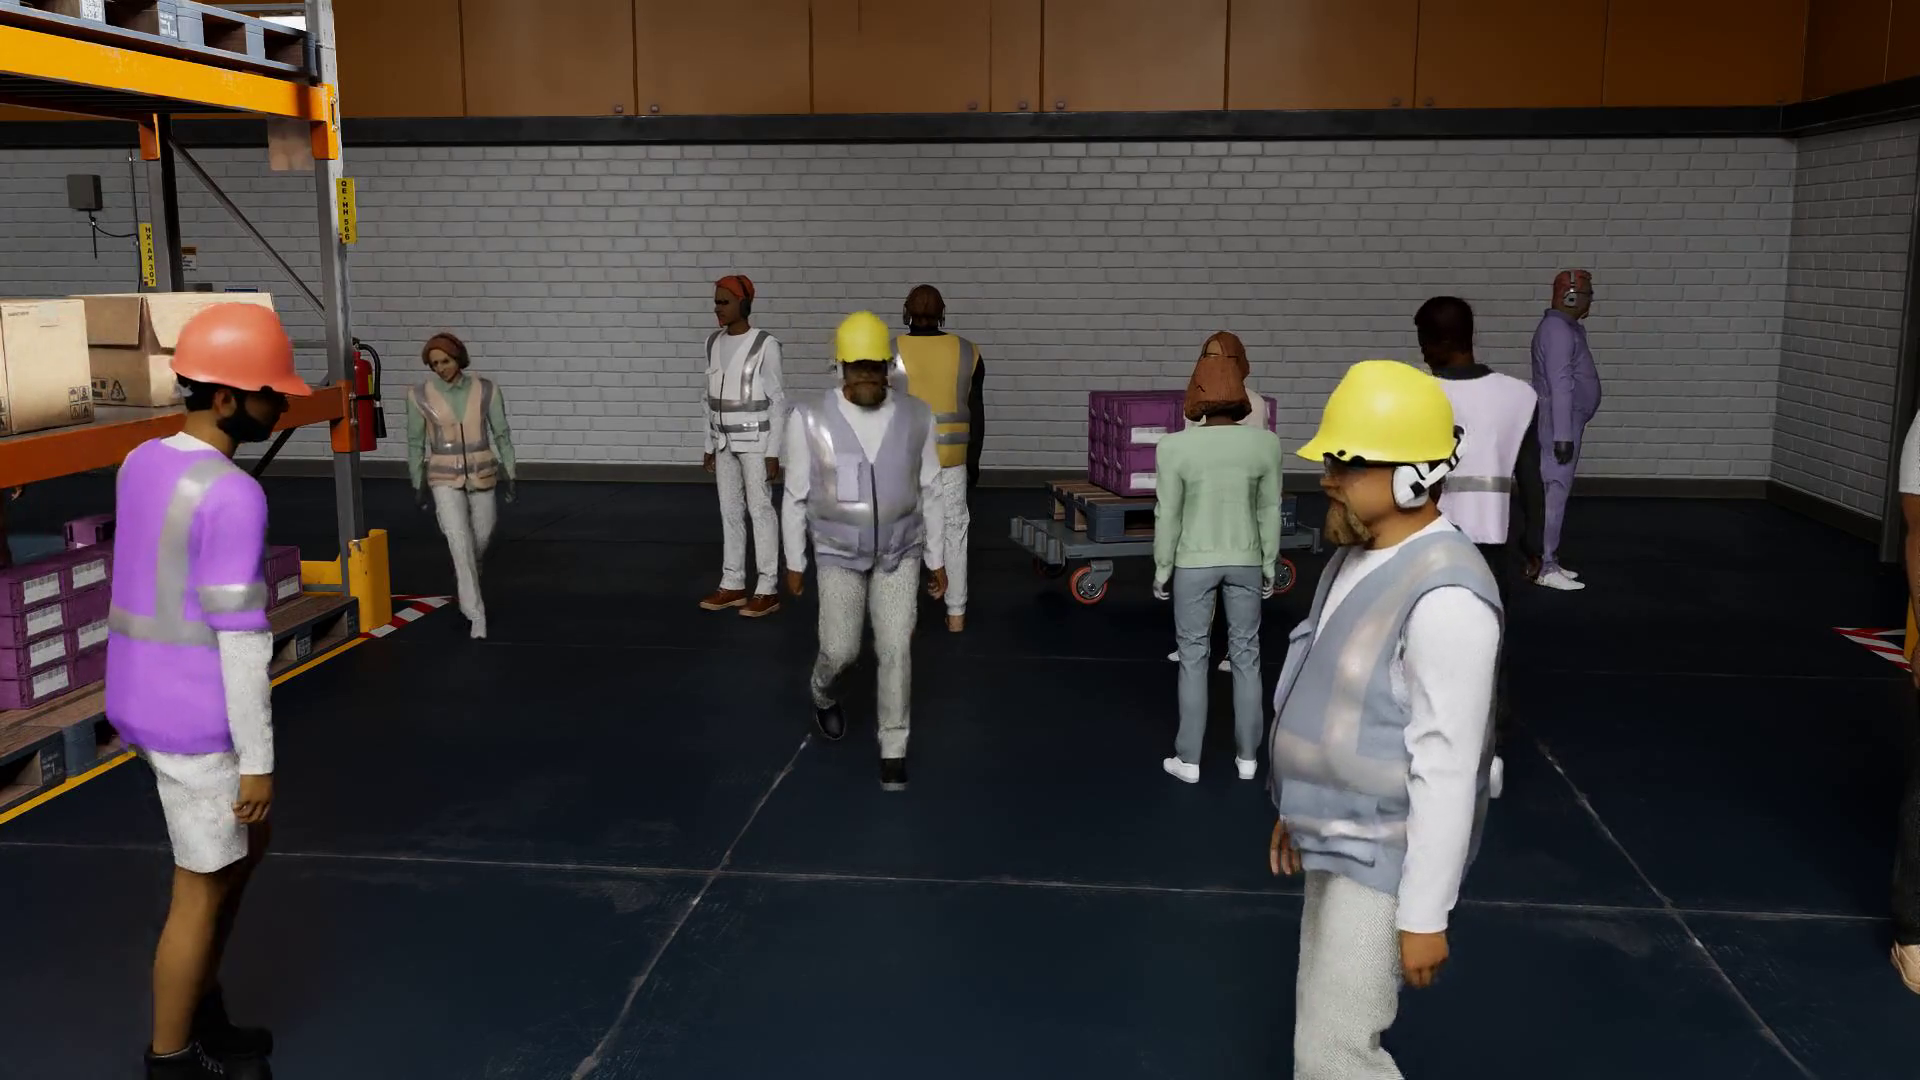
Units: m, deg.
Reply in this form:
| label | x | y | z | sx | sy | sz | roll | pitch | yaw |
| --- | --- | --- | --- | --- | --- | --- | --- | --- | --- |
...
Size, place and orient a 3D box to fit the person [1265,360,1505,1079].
| label | x | y | z | sx | sy | sz | roll | pitch | yaw |
| --- | --- | --- | --- | --- | --- | --- | --- | --- | --- |
| person | 0.758 | 0.569 | 3.168 | 0.464 | 1.824 | 0.617 | 0 | 10 | 0 |

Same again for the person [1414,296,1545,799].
| label | x | y | z | sx | sy | sz | roll | pitch | yaw |
| --- | --- | --- | --- | --- | --- | --- | --- | --- | --- |
| person | 1.926 | 0.005 | 6.321 | 0.643 | 1.859 | 0.996 | 0 | 10 | 3 |

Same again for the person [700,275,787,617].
| label | x | y | z | sx | sy | sz | roll | pitch | yaw |
| --- | --- | --- | --- | --- | --- | --- | --- | --- | --- |
| person | -1.210 | -0.517 | 9.221 | 0.577 | 1.882 | 0.349 | 8 | 13 | 39 |

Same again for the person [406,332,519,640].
| label | x | y | z | sx | sy | sz | roll | pitch | yaw |
| --- | --- | --- | --- | --- | --- | --- | --- | --- | --- |
| person | -2.669 | -0.321 | 8.901 | 0.540 | 1.595 | 0.816 | -5 | 11 | -26 |

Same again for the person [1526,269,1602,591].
| label | x | y | z | sx | sy | sz | roll | pitch | yaw |
| --- | --- | --- | --- | --- | --- | --- | --- | --- | --- |
| person | 3.626 | -0.664 | 10.000 | 0.409 | 1.905 | 0.652 | 3 | 10 | 14 |

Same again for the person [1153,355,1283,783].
| label | x | y | z | sx | sy | sz | roll | pitch | yaw |
| --- | --- | --- | --- | --- | --- | --- | --- | --- | --- |
| person | 0.973 | 0.115 | 6.321 | 0.497 | 1.633 | 0.289 | -1 | 10 | -7 |

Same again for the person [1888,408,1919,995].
| label | x | y | z | sx | sy | sz | roll | pitch | yaw |
| --- | --- | --- | --- | --- | --- | --- | --- | --- | --- |
| person | 2.894 | 0.238 | 4.447 | 0.675 | 2.000 | 0.537 | 0 | 10 | 0 |

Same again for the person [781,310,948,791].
| label | x | y | z | sx | sy | sz | roll | pitch | yaw |
| --- | --- | --- | --- | --- | --- | --- | --- | --- | --- |
| person | -0.376 | 0.019 | 6.373 | 0.623 | 1.806 | 0.612 | -2 | 10 | -13 |

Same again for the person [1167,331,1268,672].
| label | x | y | z | sx | sy | sz | roll | pitch | yaw |
| --- | --- | --- | --- | --- | --- | --- | --- | --- | --- |
| person | 1.250 | -0.188 | 8.045 | 0.280 | 1.636 | 0.500 | -10 | 14 | -43 |

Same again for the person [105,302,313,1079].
| label | x | y | z | sx | sy | sz | roll | pitch | yaw |
| --- | --- | --- | --- | --- | --- | --- | --- | --- | --- |
| person | -1.741 | 0.410 | 3.861 | 0.575 | 1.901 | 0.528 | 9 | 13 | 42 |

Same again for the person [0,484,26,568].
| label | x | y | z | sx | sy | sz | roll | pitch | yaw |
| --- | --- | --- | --- | --- | --- | --- | --- | --- | --- |
| person | -4.897 | -0.378 | 8.103 | 0.622 | 1.993 | 0.382 | -4 | 11 | -19 |

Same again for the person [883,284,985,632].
| label | x | y | z | sx | sy | sz | roll | pitch | yaw |
| --- | --- | --- | --- | --- | --- | --- | --- | --- | --- |
| person | -0.183 | -0.415 | 8.762 | 0.627 | 1.844 | 0.429 | -2 | 10 | -14 |
